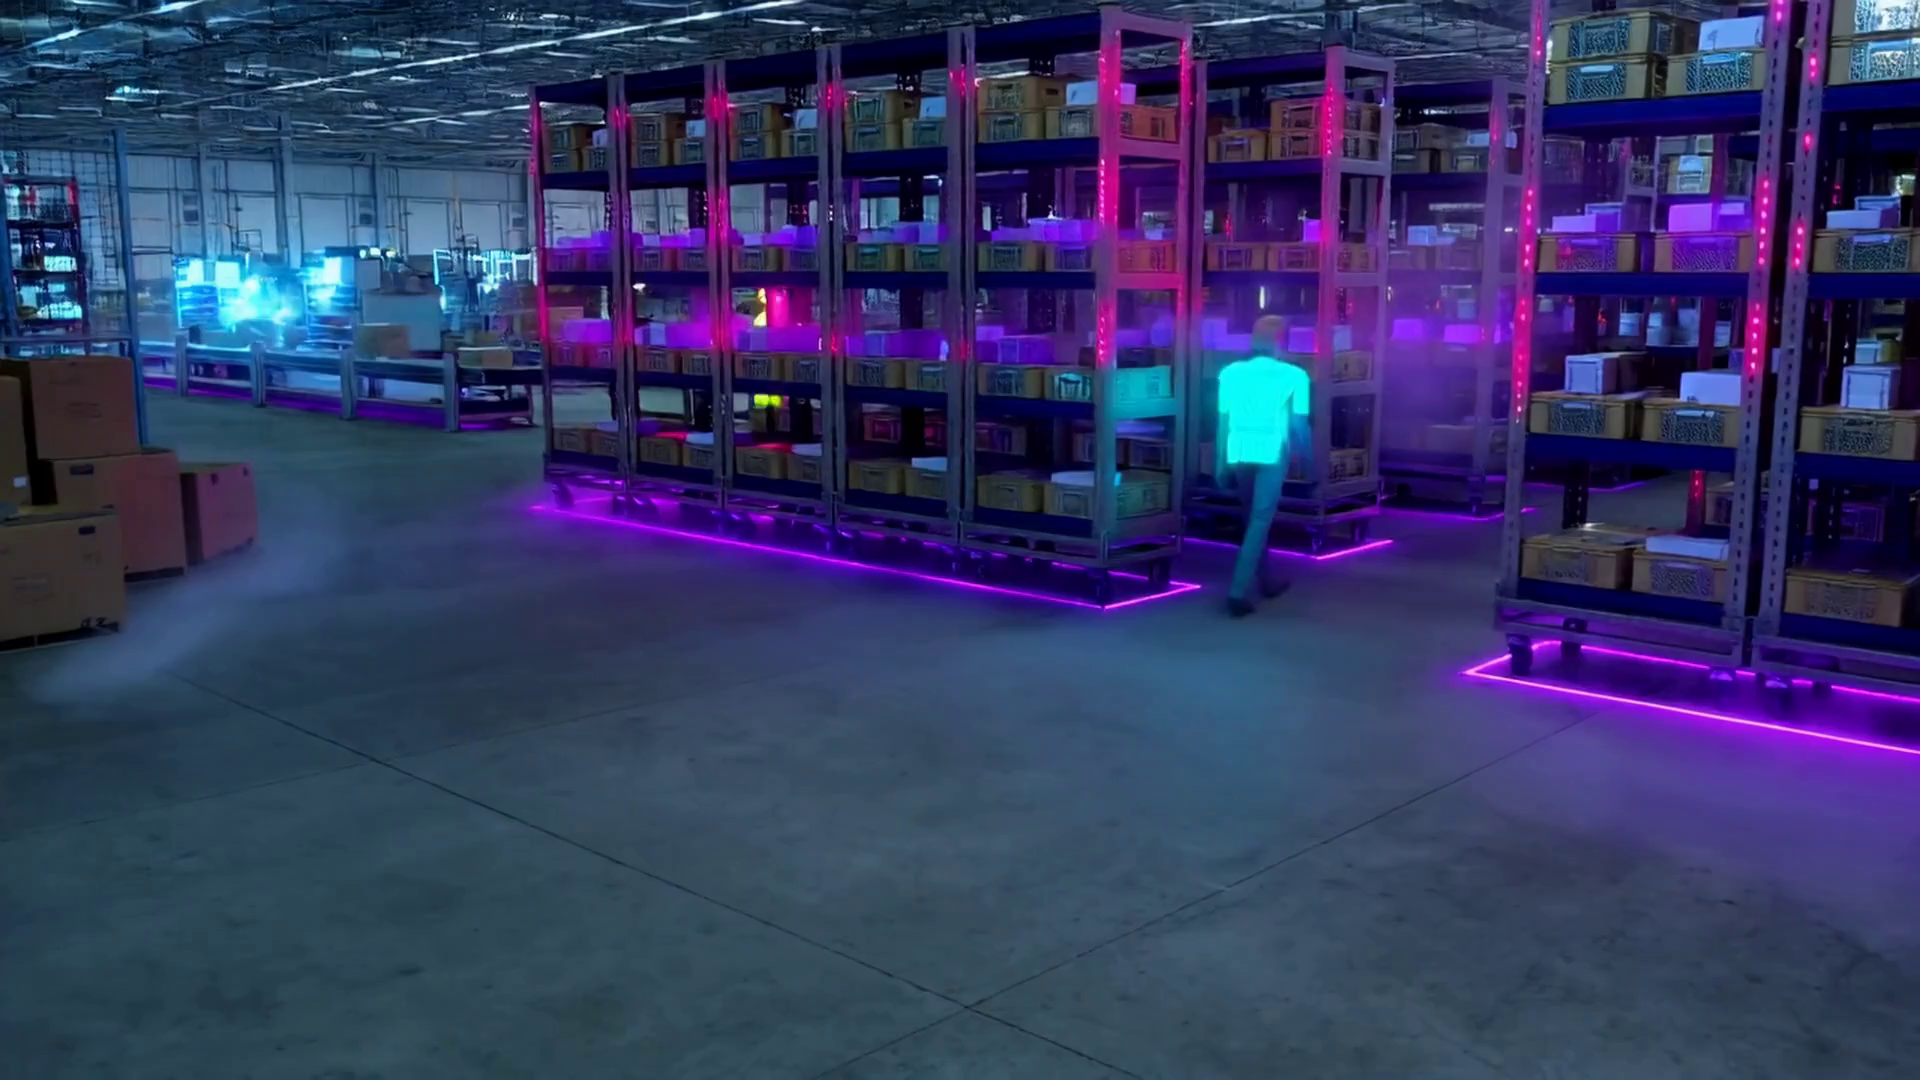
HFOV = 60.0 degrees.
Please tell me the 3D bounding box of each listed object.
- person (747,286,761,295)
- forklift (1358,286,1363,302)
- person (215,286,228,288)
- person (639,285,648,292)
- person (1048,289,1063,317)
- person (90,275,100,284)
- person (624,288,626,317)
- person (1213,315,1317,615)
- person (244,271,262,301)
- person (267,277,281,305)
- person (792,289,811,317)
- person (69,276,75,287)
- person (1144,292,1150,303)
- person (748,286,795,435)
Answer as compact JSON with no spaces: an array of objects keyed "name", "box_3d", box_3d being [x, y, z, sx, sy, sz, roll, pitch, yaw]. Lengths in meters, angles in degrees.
[{"name":"person","box_3d":[-7.884,-9.412,64.222,0.669,2.000,0.697,-3,10,-19]},{"name":"forklift","box_3d":[11.100,-7.017,46.970,1.873,2.768,1.129,9,13,43]},{"name":"person","box_3d":[-29.423,-9.595,66.262,0.522,1.751,0.580,-8,12,-42]},{"name":"person","box_3d":[-12.153,-9.281,63.882,0.985,1.896,0.544,-7,11,-36]},{"name":"person","box_3d":[1.422,-2.987,25.462,0.600,1.829,0.404,1,9,6]},{"name":"person","box_3d":[-38.801,-10.987,74.662,0.976,1.799,0.621,-8,12,-41]},{"name":"person","box_3d":[-8.274,-5.462,40.875,0.526,1.758,0.341,1,9,8]},{"name":"person","box_3d":[1.855,-0.464,10.125,0.590,1.792,0.990,6,11,34]},{"name":"person","box_3d":[-26.893,-9.235,63.276,0.622,1.992,0.397,-3,10,-20]},{"name":"person","box_3d":[-24.205,-8.370,58.567,0.547,1.816,0.931,3,10,17]},{"name":"person","box_3d":[-4.572,-6.614,47.841,0.915,1.792,0.606,9,13,44]},{"name":"person","box_3d":[-40.300,-11.201,75.610,0.771,1.893,0.692,-4,10,-25]},{"name":"person","box_3d":[7.036,-9.023,62.889,0.318,1.697,0.535,1,9,4]},{"name":"person","box_3d":[-2.248,-2.177,20.440,0.984,1.861,0.649,-9,13,-43]}]
